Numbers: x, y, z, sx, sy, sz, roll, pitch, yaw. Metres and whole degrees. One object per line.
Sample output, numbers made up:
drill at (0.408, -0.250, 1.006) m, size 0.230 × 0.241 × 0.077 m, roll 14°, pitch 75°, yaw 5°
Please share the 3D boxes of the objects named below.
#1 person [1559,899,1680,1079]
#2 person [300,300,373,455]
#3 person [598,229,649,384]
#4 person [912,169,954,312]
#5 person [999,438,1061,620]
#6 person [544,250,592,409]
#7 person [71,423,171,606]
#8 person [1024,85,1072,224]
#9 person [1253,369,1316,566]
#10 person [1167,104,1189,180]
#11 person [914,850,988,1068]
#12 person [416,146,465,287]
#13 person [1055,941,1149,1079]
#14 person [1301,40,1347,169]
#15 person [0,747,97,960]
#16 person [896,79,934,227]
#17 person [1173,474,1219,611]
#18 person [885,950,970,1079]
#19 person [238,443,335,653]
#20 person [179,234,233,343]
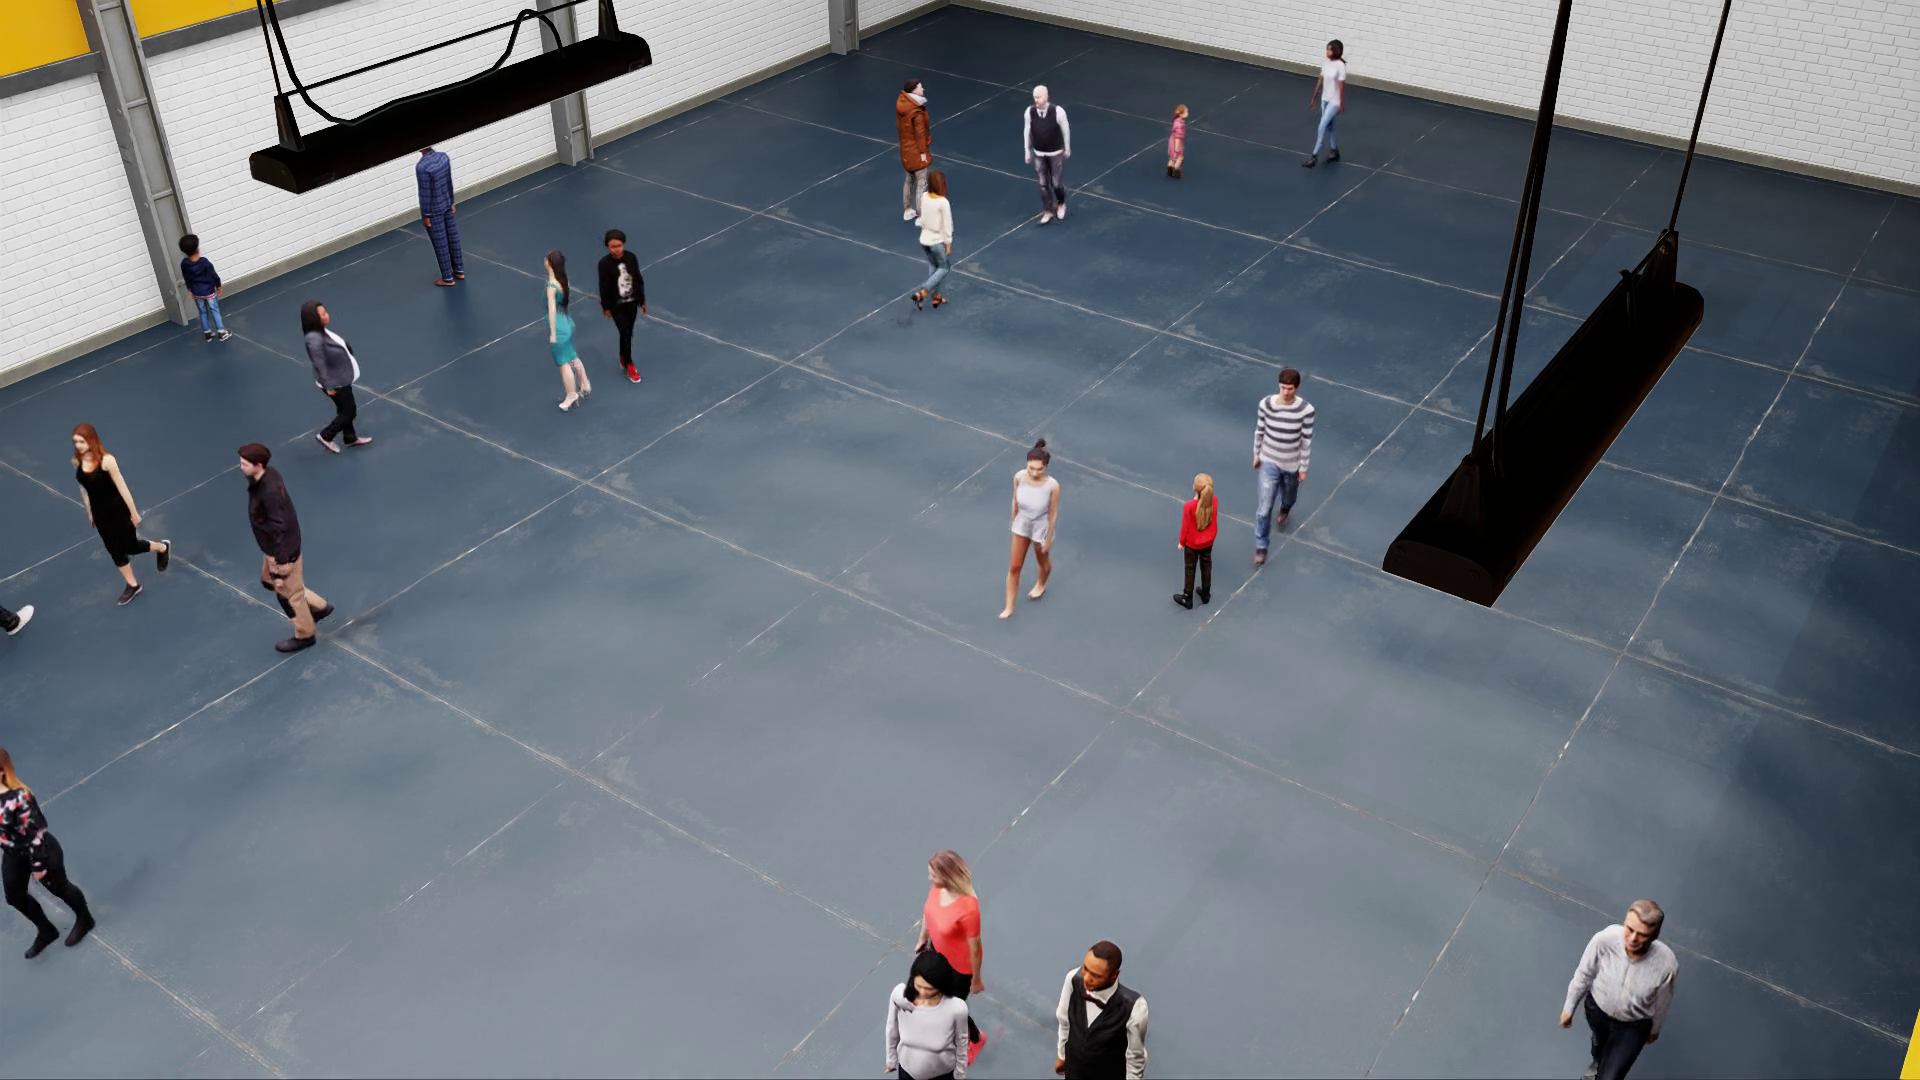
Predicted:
person at (3.780, 2.663, 9.508) m, size 0.714 × 1.770 × 1.188 m, roll 25°, pitch 41°, yaw 32°
person at (-6.102, -1.548, 16.007) m, size 0.929 × 1.588 × 0.866 m, roll -11°, pitch 35°, yaw -16°
person at (-3.558, -2.503, 17.386) m, size 0.748 × 1.651 × 0.765 m, roll -23°, pitch 40°, yaw -30°
person at (-0.331, -3.306, 18.584) m, size 0.897 × 1.664 × 0.728 m, roll -28°, pitch 42°, yaw -35°
person at (0.660, -0.164, 13.906) m, size 0.735 × 1.609 × 1.006 m, roll 17°, pitch 37°, yaw 23°
person at (-4.026, -2.105, 16.760) m, size 0.724 × 1.683 × 0.618 m, roll -6°, pitch 34°, yaw -9°
person at (-7.067, -0.283, 13.998) m, size 0.736 × 1.706 × 0.919 m, roll 9°, pitch 35°, yaw 13°
person at (1.127, -4.819, 20.746) m, size 0.823 × 1.790 × 0.883 m, roll 7°, pitch 34°, yaw 10°
person at (2.822, -0.720, 14.557) m, size 0.908 × 1.814 × 1.228 m, roll 9°, pitch 35°, yaw 14°
person at (2.854, -5.328, 22.212) m, size 0.579 × 1.015 × 0.513 m, roll -2°, pitch 34°, yaw -3°
person at (0.038, 2.455, 9.902) m, size 0.730 × 1.679 × 0.726 m, roll -17°, pitch 37°, yaw -23°
person at (-6.042, -3.841, 19.243) m, size 0.758 × 1.824 × 0.594 m, roll 15°, pitch 37°, yaw 22°
person at (0.766, 2.869, 9.066) m, size 0.712 × 1.917 × 0.594 m, roll 25°, pitch 41°, yaw 32°
person at (5.071, -5.894, 22.450) m, size 1.044 × 1.694 × 0.887 m, roll -15°, pitch 36°, yaw -21°
person at (-5.909, 1.939, 10.690) m, size 0.683 × 1.667 × 0.727 m, roll 12°, pitch 36°, yaw 18°
person at (-0.565, -4.843, 20.738) m, size 0.833 × 1.839 × 0.816 m, roll -20°, pitch 38°, yaw -27°
person at (2.003, -0.002, 13.958) m, size 0.564 × 1.280 × 0.643 m, roll -13°, pitch 36°, yaw -19°
person at (-0.172, 2.890, 9.229) m, size 0.695 × 1.701 × 0.688 m, roll 7°, pitch 34°, yaw 10°
person at (-5.367, 0.032, 13.333) m, size 0.909 × 1.917 × 0.870 m, roll -17°, pitch 37°, yaw -24°
person at (-8.267, -2.751, 18.147) m, size 0.592 × 1.223 × 0.635 m, roll -2°, pitch 34°, yaw -3°
